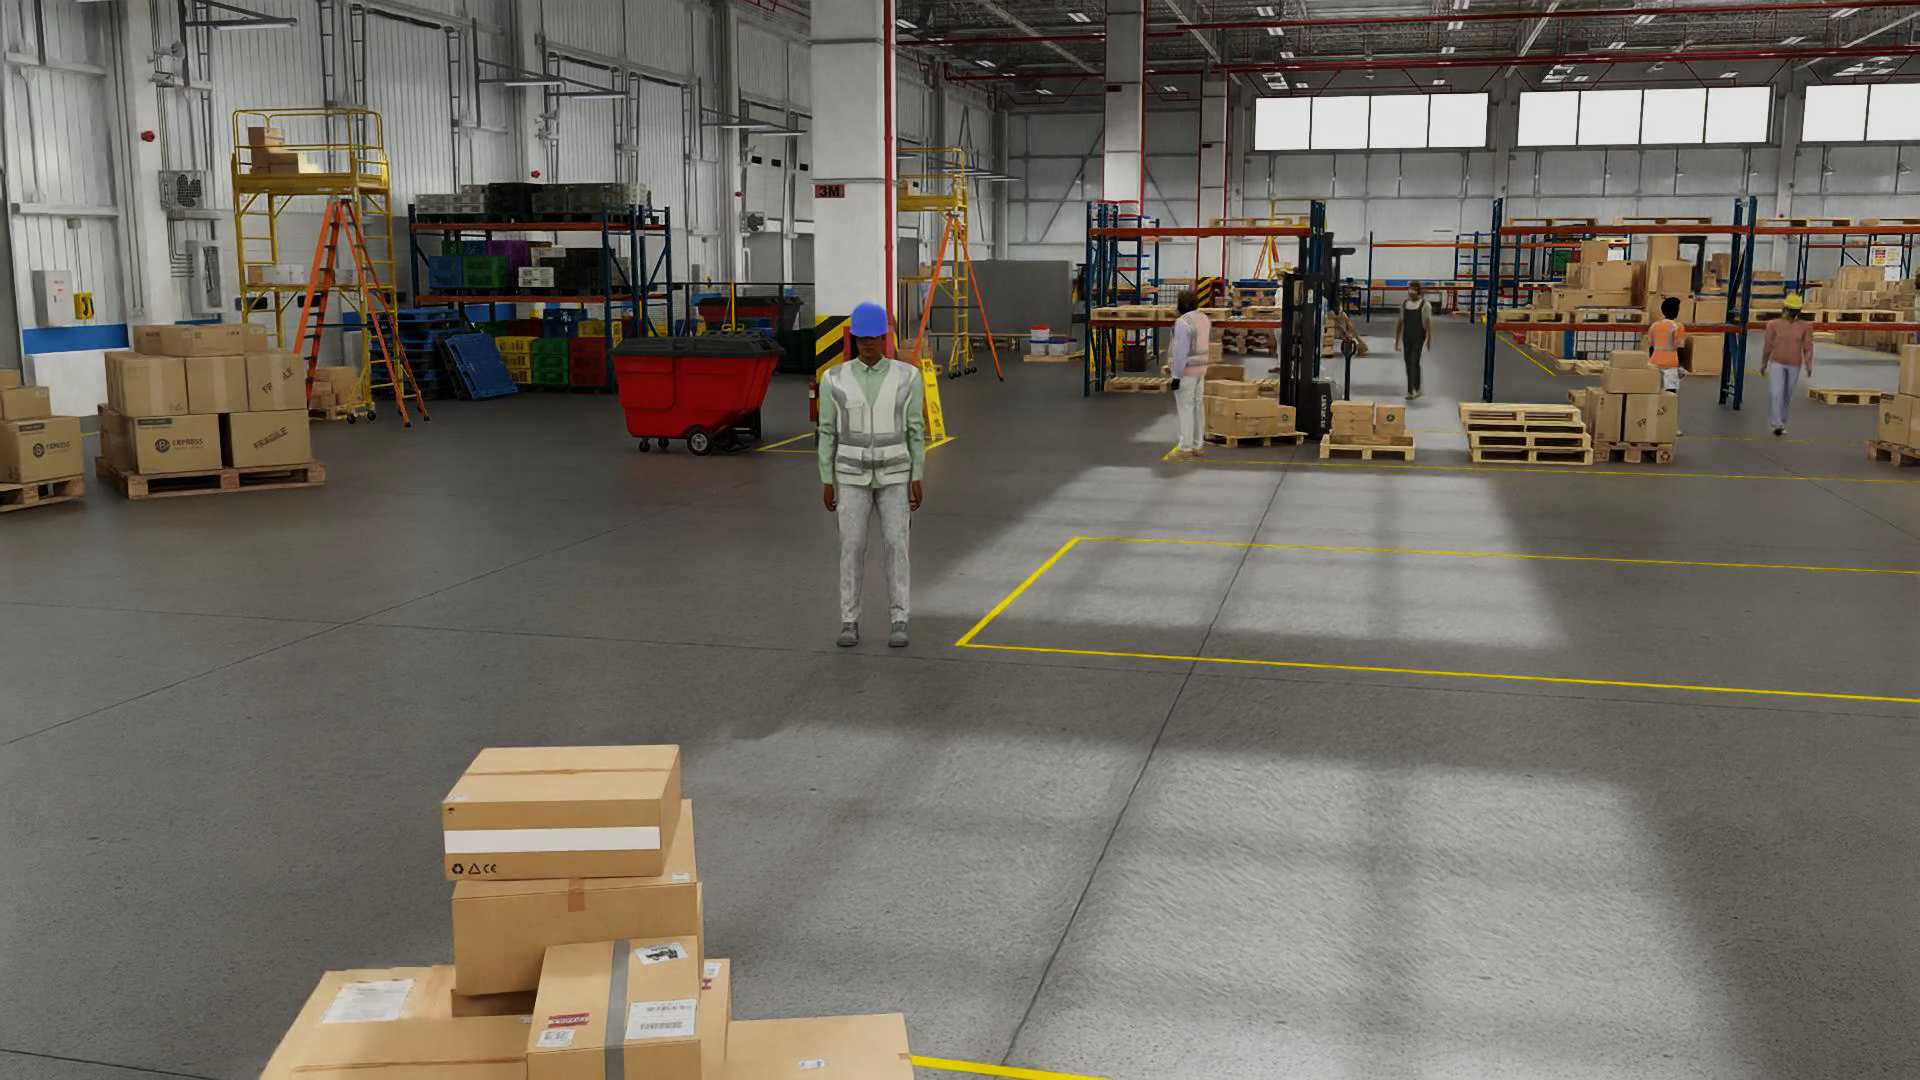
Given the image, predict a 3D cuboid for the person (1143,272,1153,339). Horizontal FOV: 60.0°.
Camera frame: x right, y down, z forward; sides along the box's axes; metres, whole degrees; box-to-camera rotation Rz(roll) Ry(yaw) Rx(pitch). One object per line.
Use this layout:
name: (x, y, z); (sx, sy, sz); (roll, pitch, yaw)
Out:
person: (4.970, -6.365, 44.725); (0.747, 1.908, 0.655); (-5, 11, -26)

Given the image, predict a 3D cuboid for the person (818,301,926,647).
person: (-0.491, -0.355, 9.281); (0.601, 1.939, 0.413); (0, 10, -2)

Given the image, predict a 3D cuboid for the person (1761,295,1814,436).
person: (10.107, -2.122, 20.301); (0.543, 1.711, 0.911); (3, 10, 17)

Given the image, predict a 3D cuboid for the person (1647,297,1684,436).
person: (8.633, -2.114, 20.327); (0.321, 1.697, 0.530); (-4, 10, -23)

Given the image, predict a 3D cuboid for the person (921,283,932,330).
person: (-0.911, -7.310, 50.252); (0.545, 1.929, 0.390); (-6, 12, -34)

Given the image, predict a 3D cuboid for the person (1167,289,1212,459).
person: (2.469, -1.798, 18.043); (0.429, 1.841, 0.634); (7, 12, 36)

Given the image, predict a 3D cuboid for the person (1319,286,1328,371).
person: (6.856, -4.116, 32.003); (0.485, 1.737, 0.320); (-3, 10, -18)

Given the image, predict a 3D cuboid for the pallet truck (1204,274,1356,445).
pallet truck: (3.653, -2.138, 19.590); (1.885, 1.965, 0.823); (-4, 10, -20)

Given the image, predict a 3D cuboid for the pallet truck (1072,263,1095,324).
pallet truck: (4.325, -8.180, 55.162); (0.823, 1.965, 1.885); (6, 11, 31)

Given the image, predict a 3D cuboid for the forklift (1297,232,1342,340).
forklift: (9.151, -6.565, 43.059); (1.873, 2.768, 1.129); (-8, 13, -40)

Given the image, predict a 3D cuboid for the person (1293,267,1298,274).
person: (10.628, -7.729, 52.834); (0.355, 1.887, 0.573); (-4, 11, -24)

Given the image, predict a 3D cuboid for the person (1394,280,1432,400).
person: (6.907, -3.043, 25.412); (0.532, 1.824, 0.471); (8, 13, 41)

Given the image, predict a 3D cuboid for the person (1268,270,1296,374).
person: (6.070, -4.080, 31.199); (0.372, 1.938, 0.630); (-3, 10, -19)

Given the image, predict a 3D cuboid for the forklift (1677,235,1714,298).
forklift: (21.648, -7.669, 49.558); (1.129, 2.768, 1.873); (0, 10, 1)

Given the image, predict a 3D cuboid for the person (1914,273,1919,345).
person: (18.193, -4.096, 31.416); (0.409, 1.905, 0.605); (2, 10, 14)
